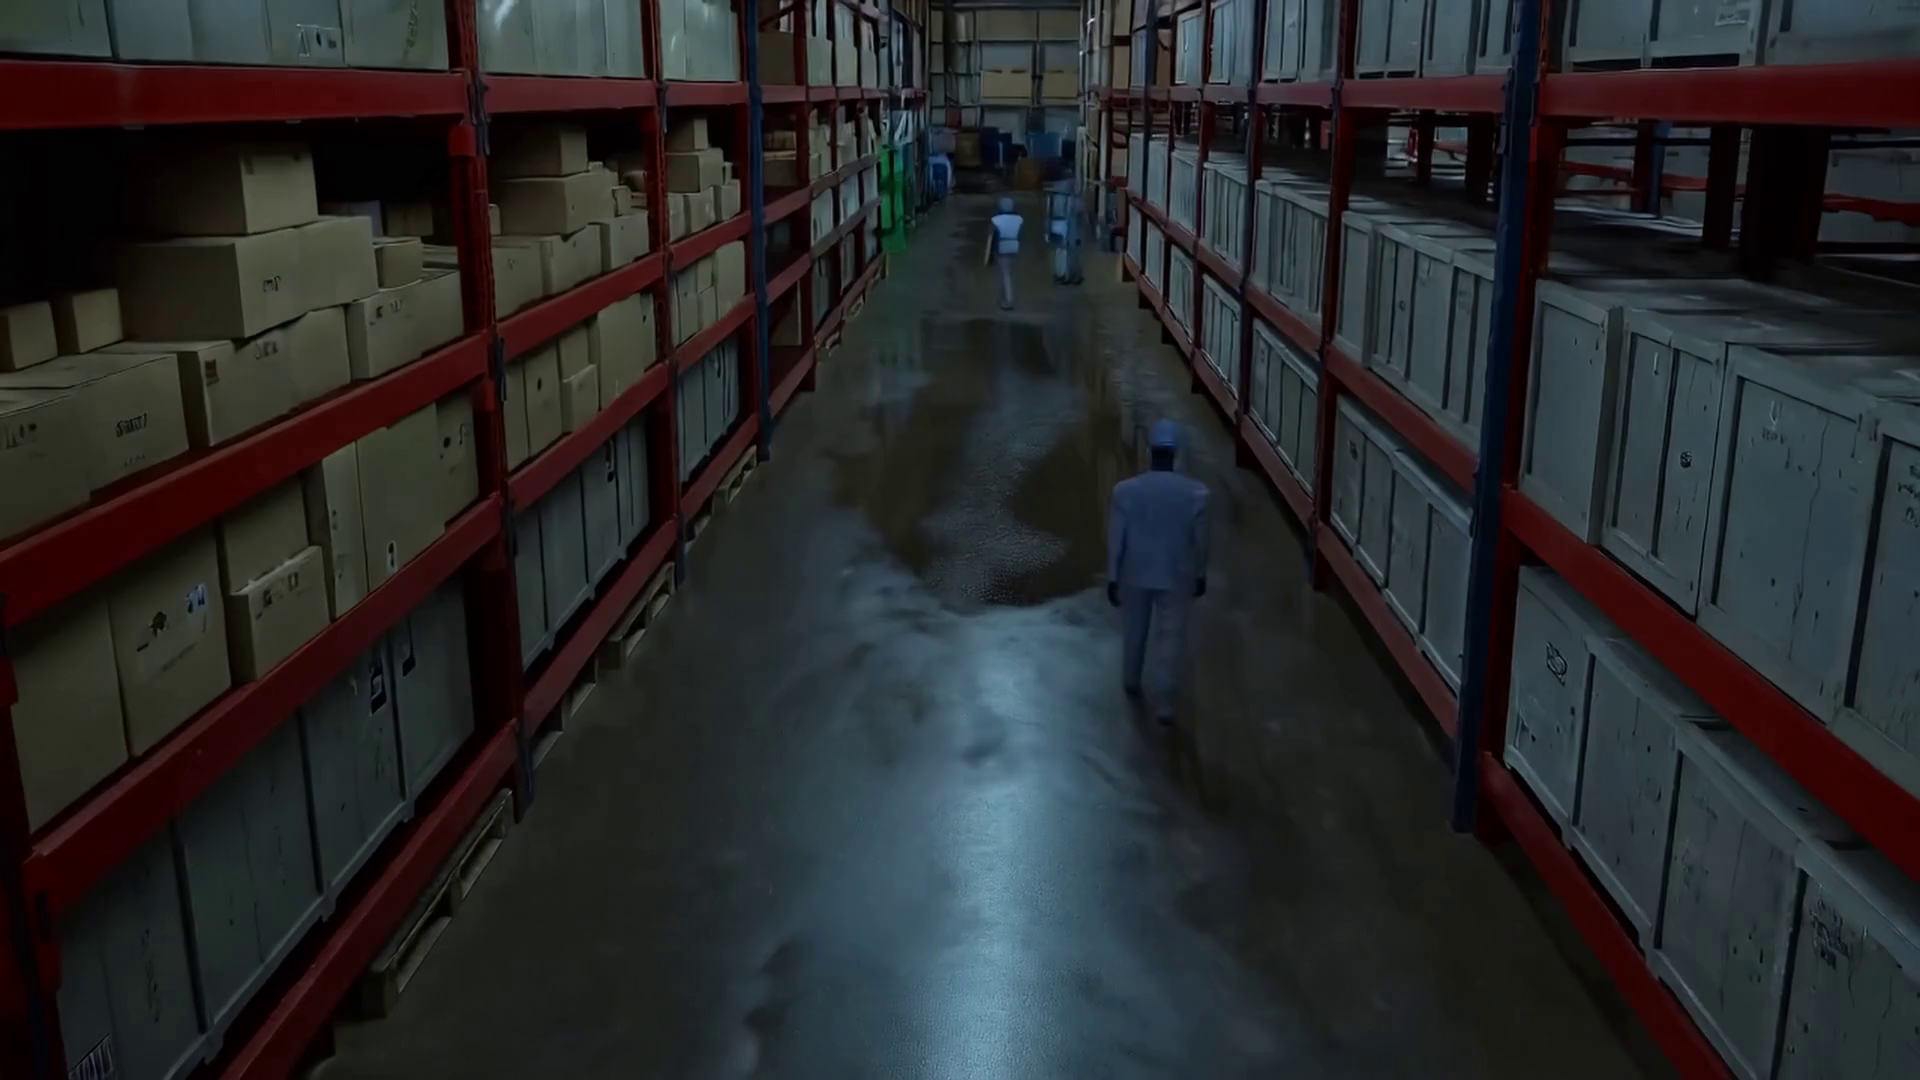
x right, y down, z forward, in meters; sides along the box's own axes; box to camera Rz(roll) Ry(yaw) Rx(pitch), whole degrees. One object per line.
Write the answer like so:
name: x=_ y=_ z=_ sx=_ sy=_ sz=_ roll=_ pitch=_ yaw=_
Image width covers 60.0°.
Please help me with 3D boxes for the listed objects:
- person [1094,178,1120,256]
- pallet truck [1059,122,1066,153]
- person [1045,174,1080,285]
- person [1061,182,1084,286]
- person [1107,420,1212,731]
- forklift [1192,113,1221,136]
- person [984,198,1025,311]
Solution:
person: x=3.247 y=-7.002 z=36.113 sx=0.505 sy=1.687 sz=0.535 roll=0 pitch=15 yaw=1
pallet truck: x=5.788 y=-21.111 z=88.014 sx=1.885 sy=1.965 sz=0.823 roll=5 pitch=16 yaw=18
person: x=1.939 y=-5.749 z=30.808 sx=0.654 sy=2.016 sz=0.664 roll=7 pitch=17 yaw=26
person: x=2.075 y=-5.644 z=30.675 sx=0.475 sy=1.894 sz=0.669 roll=-4 pitch=16 yaw=-16
person: x=1.128 y=0.158 z=9.425 sx=0.586 sy=1.701 sz=0.864 roll=2 pitch=15 yaw=7
forklift: x=8.066 y=-12.643 z=54.831 sx=1.129 sy=2.768 sz=1.873 roll=0 pitch=15 yaw=2
person: x=0.724 y=-4.682 z=27.240 sx=0.600 sy=1.797 sz=0.833 roll=-7 pitch=16 yaw=-23
